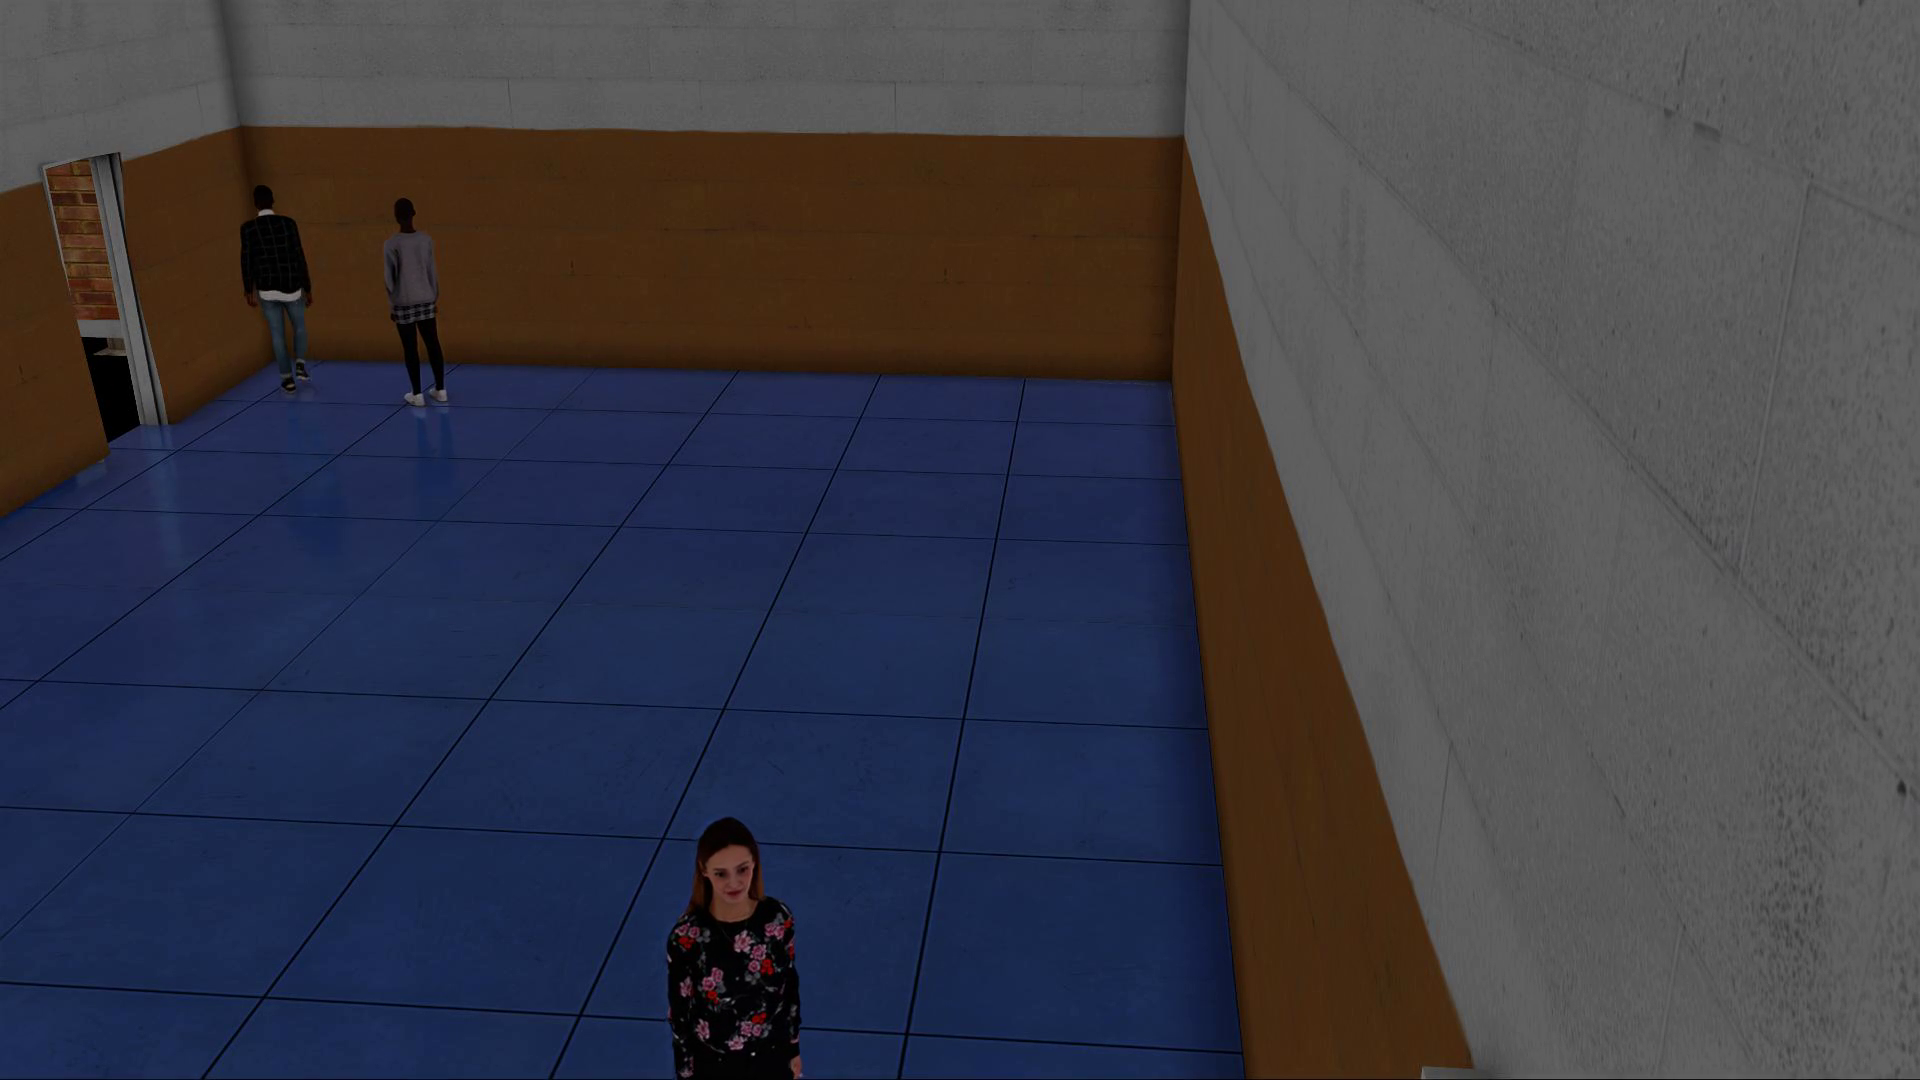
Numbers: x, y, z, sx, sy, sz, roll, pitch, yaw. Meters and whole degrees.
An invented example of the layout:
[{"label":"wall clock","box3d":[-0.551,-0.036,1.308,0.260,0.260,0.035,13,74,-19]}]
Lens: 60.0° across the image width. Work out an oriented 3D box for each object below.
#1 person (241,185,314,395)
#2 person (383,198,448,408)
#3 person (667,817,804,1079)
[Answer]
[{"label":"person","box3d":[-5.922,-2.161,14.494,0.784,1.808,0.883,-11,25,-26]},{"label":"person","box3d":[-4.660,-2.031,14.222,0.731,1.770,0.690,20,29,40]},{"label":"person","box3d":[-0.704,1.621,5.249,0.592,1.683,0.704,-9,23,-20]}]
